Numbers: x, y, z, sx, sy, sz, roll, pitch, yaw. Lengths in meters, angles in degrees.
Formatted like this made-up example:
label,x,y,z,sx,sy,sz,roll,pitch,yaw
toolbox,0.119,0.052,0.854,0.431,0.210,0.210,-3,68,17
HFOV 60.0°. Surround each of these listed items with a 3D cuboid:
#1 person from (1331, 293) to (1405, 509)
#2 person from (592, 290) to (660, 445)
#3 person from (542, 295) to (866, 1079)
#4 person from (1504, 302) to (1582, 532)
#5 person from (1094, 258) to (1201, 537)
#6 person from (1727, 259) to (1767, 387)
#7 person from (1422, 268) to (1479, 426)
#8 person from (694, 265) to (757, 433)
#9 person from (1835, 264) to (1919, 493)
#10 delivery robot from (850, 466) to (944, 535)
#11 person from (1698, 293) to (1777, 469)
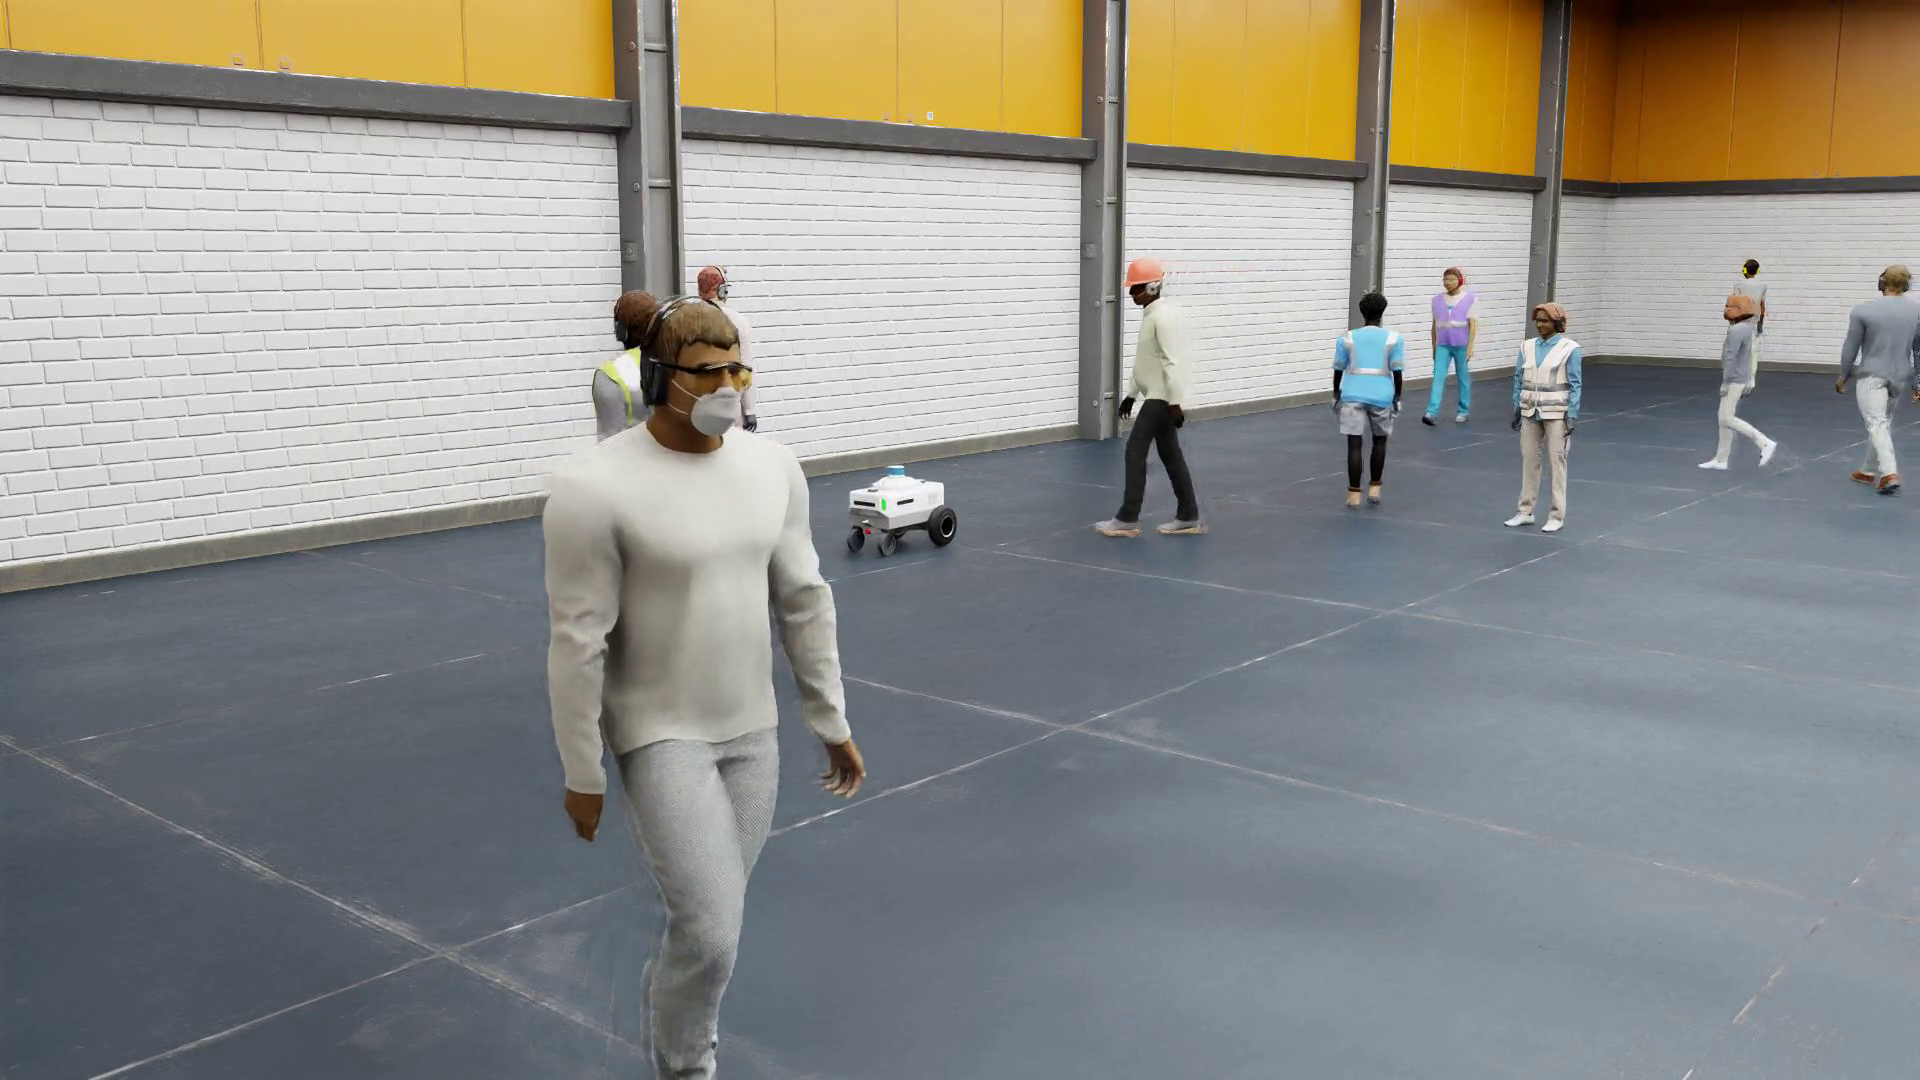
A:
label,x,y,z,sx,sy,sz,roll,pitch,yaw
person,3.183,-1.095,13.036,0.554,1.660,0.638,2,10,10
person,-1.383,-0.176,7.355,0.429,1.839,0.633,7,12,34
person,-0.500,0.451,3.552,0.632,1.917,0.643,8,13,39
person,4.197,-0.879,11.936,0.310,1.636,0.523,-7,12,-36
person,1.313,-1.001,11.747,0.912,1.943,0.589,1,10,4
person,11.428,-3.140,24.174,0.511,1.866,0.319,-1,10,-5
person,5.621,-2.205,19.039,0.569,1.794,0.974,7,12,34
person,-1.653,-0.905,11.318,0.641,1.908,0.407,4,11,21
person,7.725,-1.346,13.879,0.630,1.899,0.985,0,10,2
delivery robot,-0.424,-0.258,11.210,0.477,0.478,0.707,7,12,36
person,7.084,-1.418,15.052,0.590,1.619,0.501,7,12,33
